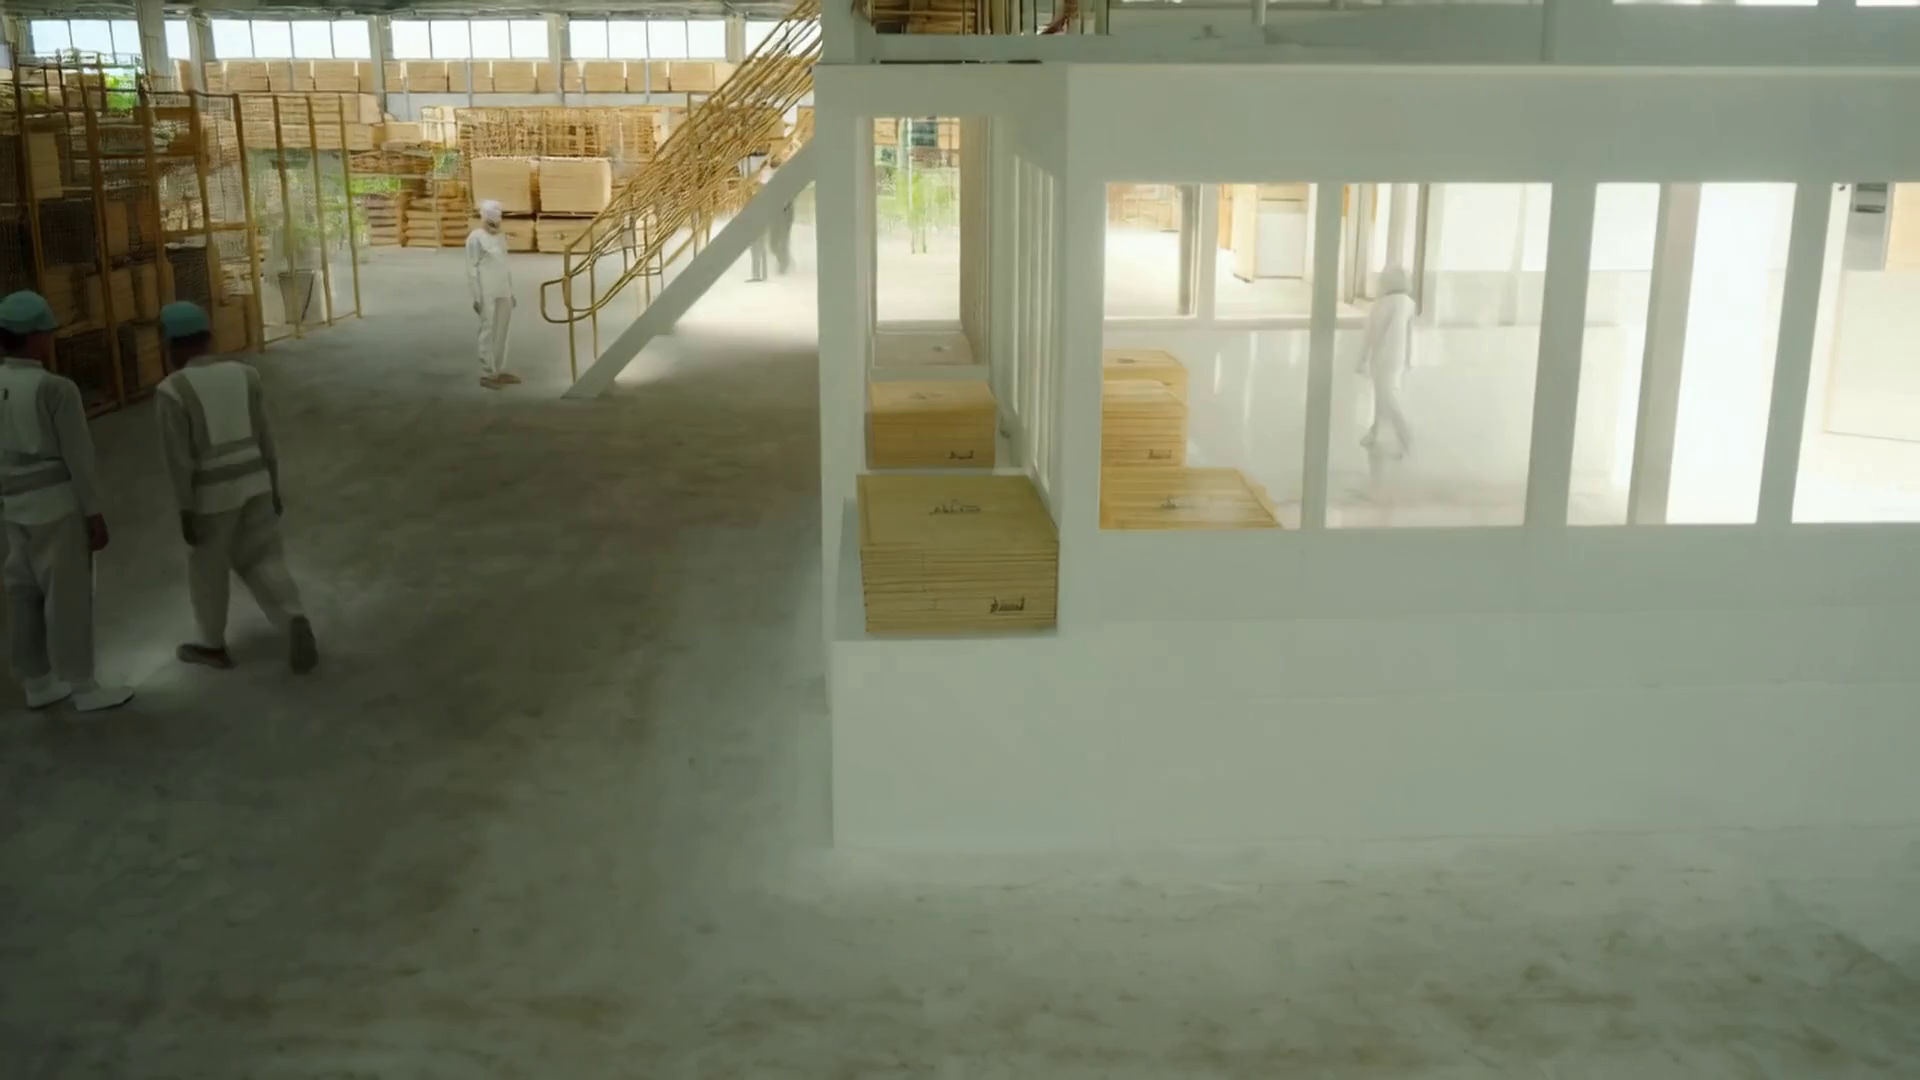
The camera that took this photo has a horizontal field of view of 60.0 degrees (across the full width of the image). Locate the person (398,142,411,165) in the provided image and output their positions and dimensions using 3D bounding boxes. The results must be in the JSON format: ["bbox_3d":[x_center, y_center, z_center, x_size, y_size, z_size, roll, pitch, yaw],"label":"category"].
[{"bbox_3d":[-27.089,-18.503,81.335,0.876,1.872,0.647,13,19,41],"label":"person"}]

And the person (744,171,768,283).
[{"bbox_3d":[-3.604,-5.470,29.127,0.388,1.926,0.590,10,17,34],"label":"person"}]

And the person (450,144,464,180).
[{"bbox_3d":[-22.566,-16.826,74.681,0.566,1.847,0.389,-6,15,-24],"label":"person"}]

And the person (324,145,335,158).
[{"bbox_3d":[-28.129,-16.771,74.539,0.574,1.809,0.607,1,14,5],"label":"person"}]

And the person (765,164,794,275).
[{"bbox_3d":[-3.314,-5.874,30.515,0.538,2.000,0.700,2,14,9],"label":"person"}]

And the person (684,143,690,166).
[{"bbox_3d":[-12.909,-17.950,79.200,0.403,1.833,0.590,7,15,25],"label":"person"}]

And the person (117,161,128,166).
[{"bbox_3d":[-32.146,-14.000,63.746,0.549,1.673,0.716,10,17,35],"label":"person"}]

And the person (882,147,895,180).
[{"bbox_3d":[-3.236,-16.935,74.806,0.622,1.996,0.369,6,15,23],"label":"person"}]

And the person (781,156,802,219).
[{"bbox_3d":[-4.991,-10.264,48.463,0.782,1.852,0.516,4,15,17],"label":"person"}]

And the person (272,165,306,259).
[{"bbox_3d":[-13.806,-6.729,34.166,0.511,1.925,0.543,10,17,34],"label":"person"}]

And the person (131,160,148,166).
[{"bbox_3d":[-34.049,-15.463,69.050,0.631,1.931,0.442,-5,15,-21],"label":"person"}]

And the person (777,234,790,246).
[{"bbox_3d":[-4.074,-7.516,37.639,0.533,1.765,0.329,13,19,43],"label":"person"}]

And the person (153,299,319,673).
[{"bbox_3d":[-3.600,-0.240,8.291,0.847,1.904,0.635,9,17,31],"label":"person"}]

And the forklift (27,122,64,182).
[{"bbox_3d":[-35.376,-14.773,64.377,1.129,2.768,1.873,-1,14,-2],"label":"forklift"}]

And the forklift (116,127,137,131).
[{"bbox_3d":[-38.811,-18.110,77.714,1.129,2.768,1.873,-4,15,-15],"label":"forklift"}]

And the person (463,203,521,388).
[{"bbox_3d":[-4.933,-2.583,17.580,0.371,1.933,0.627,6,15,24],"label":"person"}]

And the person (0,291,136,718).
[{"bbox_3d":[-4.244,-0.150,7.727,0.622,1.994,0.381,3,14,13],"label":"person"}]
